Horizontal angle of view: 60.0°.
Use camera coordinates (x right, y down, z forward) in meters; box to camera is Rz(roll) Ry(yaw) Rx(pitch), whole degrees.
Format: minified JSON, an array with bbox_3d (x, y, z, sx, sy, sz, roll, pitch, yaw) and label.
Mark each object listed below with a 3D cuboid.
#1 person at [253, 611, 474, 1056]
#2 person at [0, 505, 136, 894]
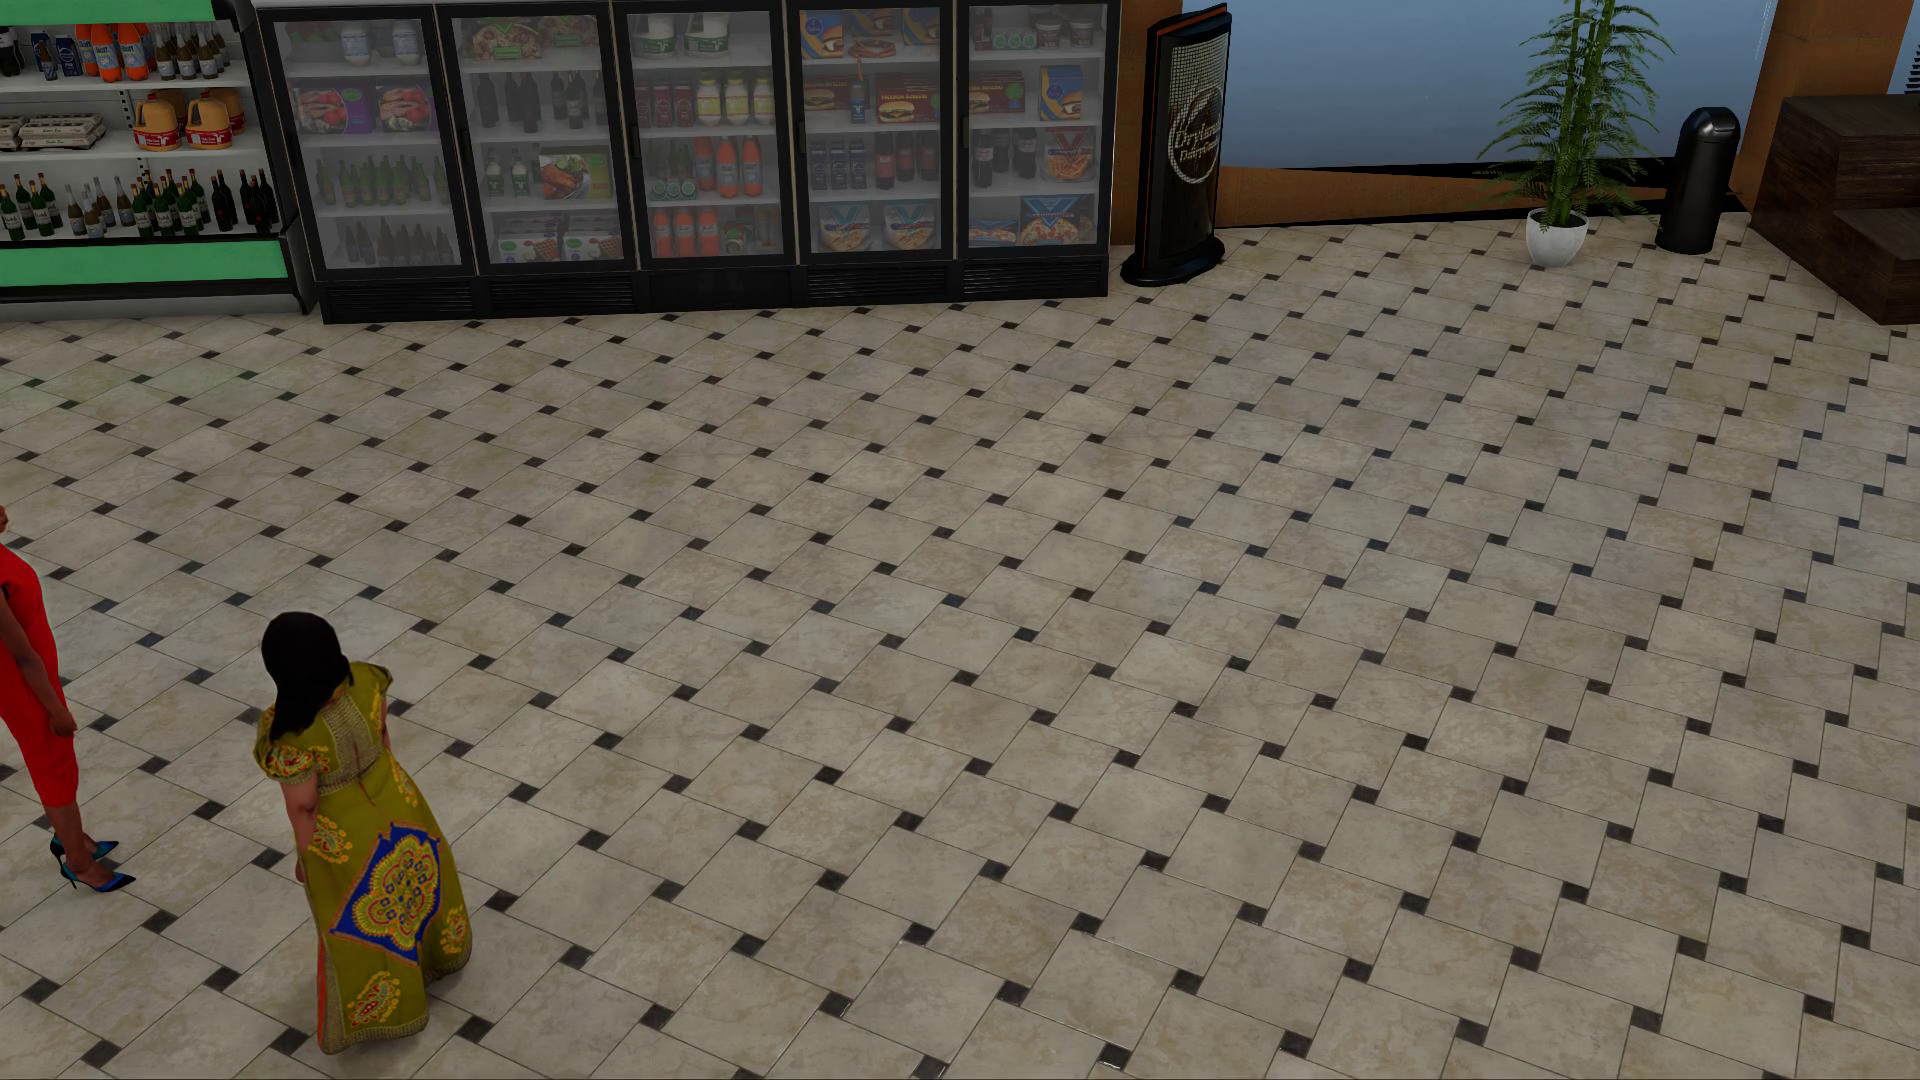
[{"bbox_3d":[-1.979,0.926,5.423,0.991,1.660,0.994,12,34,19],"label":"person"},{"bbox_3d":[-3.346,0.536,5.970,0.647,1.744,0.640,-19,37,-28],"label":"person"}]
